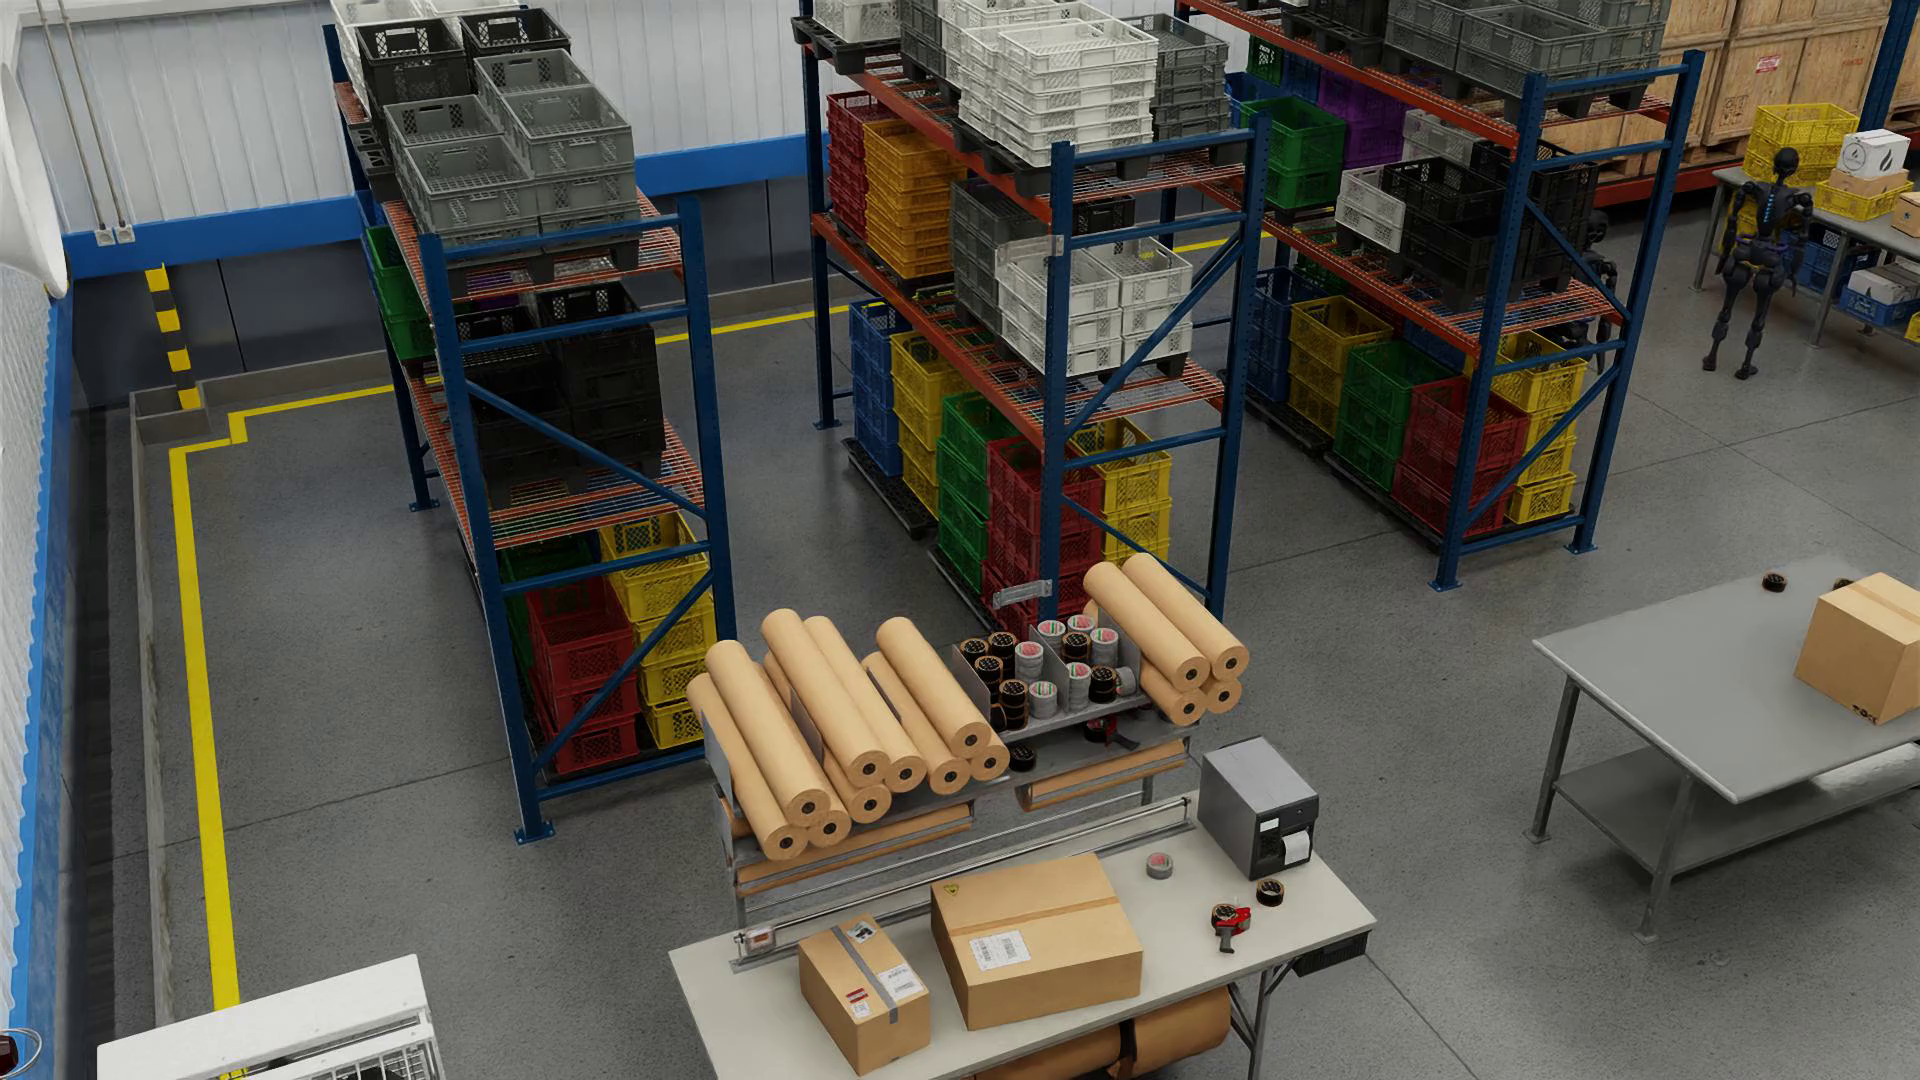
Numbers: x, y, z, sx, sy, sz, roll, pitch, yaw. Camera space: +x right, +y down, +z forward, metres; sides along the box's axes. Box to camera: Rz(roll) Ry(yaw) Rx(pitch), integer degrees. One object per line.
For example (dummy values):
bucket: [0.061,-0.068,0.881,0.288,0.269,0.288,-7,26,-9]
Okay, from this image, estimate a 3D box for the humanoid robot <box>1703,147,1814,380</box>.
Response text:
humanoid robot: [5.688,-1.975,11.828,0.570,1.651,0.361,22,38,32]

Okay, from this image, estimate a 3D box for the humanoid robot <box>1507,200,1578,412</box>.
humanoid robot: [3.872,-1.551,11.146,0.562,1.649,0.372,-28,41,-37]

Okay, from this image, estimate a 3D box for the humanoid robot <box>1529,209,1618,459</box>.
humanoid robot: [3.945,-1.346,10.812,0.322,1.651,0.570,-20,37,-29]
